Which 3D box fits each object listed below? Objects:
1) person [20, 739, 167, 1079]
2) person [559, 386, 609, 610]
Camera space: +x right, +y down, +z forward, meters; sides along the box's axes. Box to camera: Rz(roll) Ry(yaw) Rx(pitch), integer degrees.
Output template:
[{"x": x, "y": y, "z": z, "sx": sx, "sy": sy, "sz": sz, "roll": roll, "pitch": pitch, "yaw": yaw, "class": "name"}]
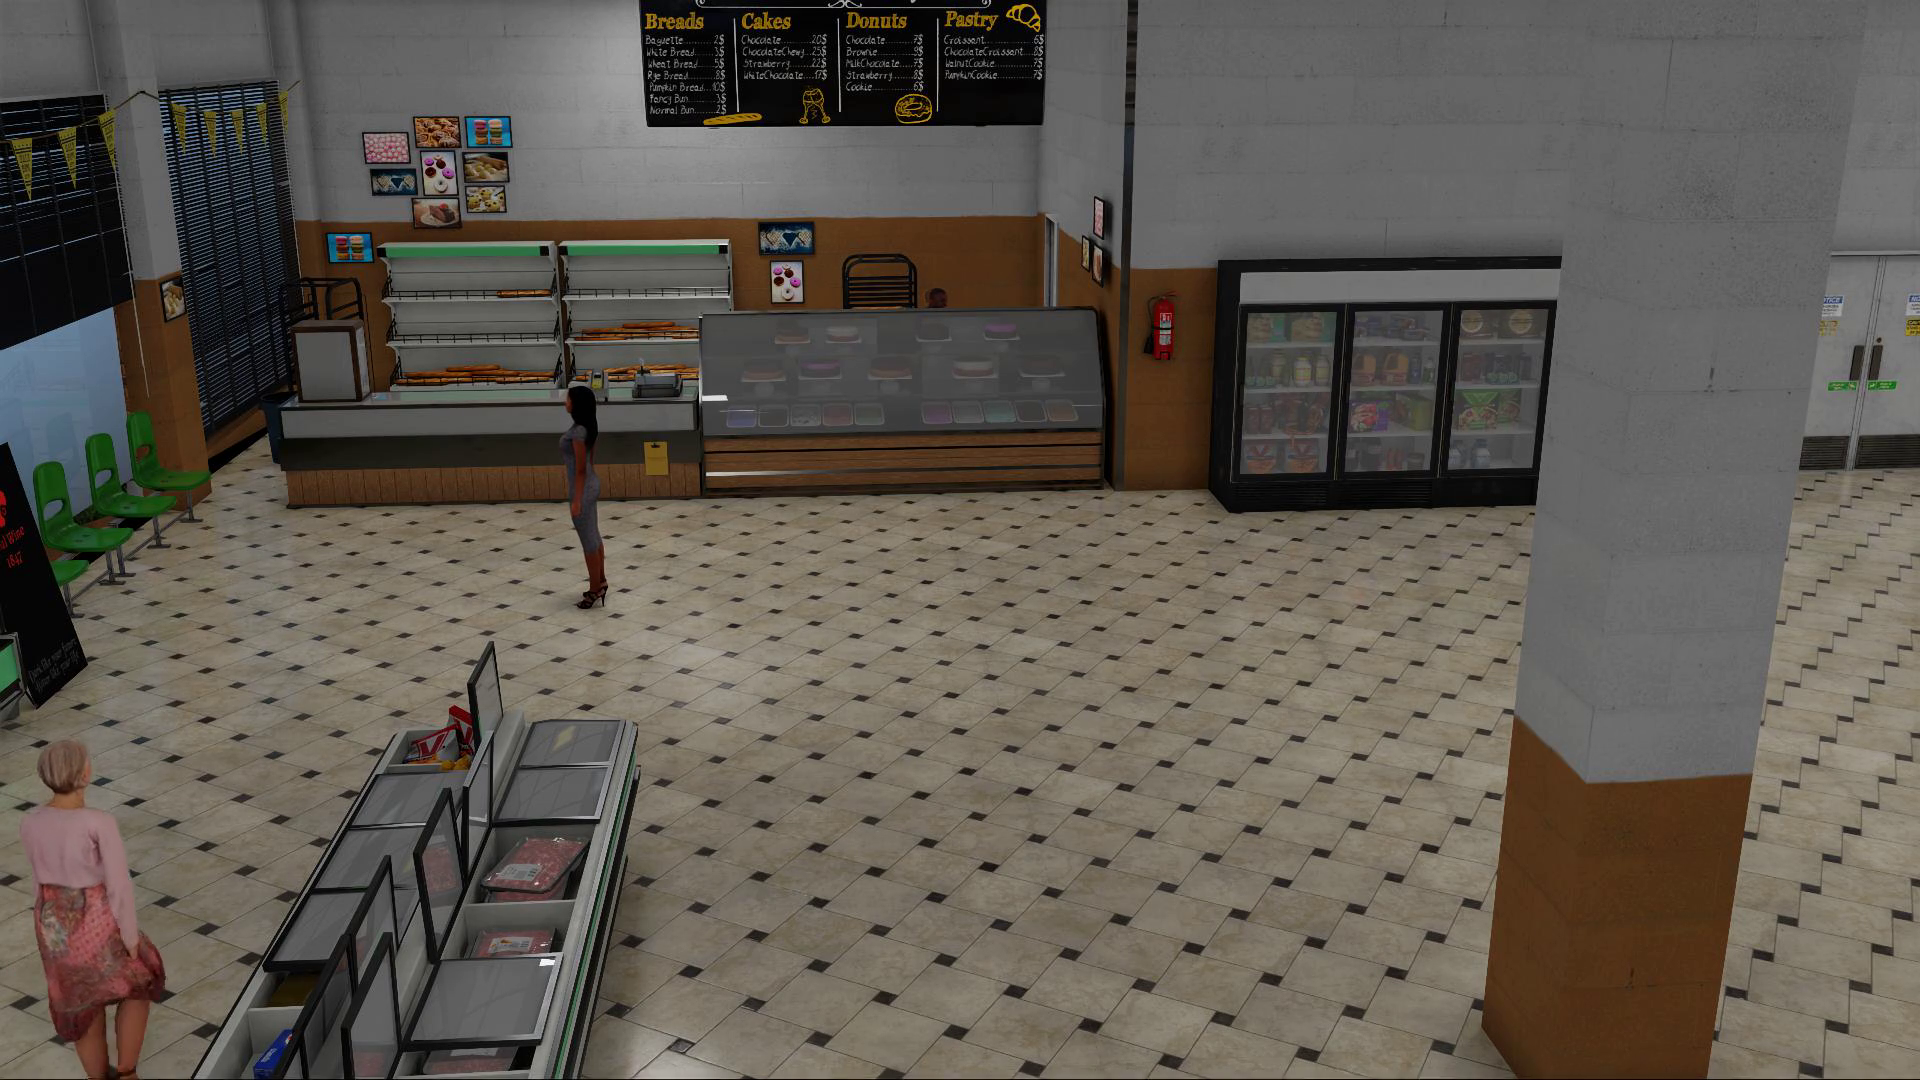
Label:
[{"x": -3.603, "y": 1.645, "z": 6.785, "sx": 0.580, "sy": 1.683, "sz": 0.604, "roll": -1, "pitch": 17, "yaw": -3, "class": "person"}, {"x": -2.963, "y": -0.345, "z": 13.172, "sx": 0.664, "sy": 1.781, "sz": 0.480, "roll": 0, "pitch": 17, "yaw": 1, "class": "person"}]
